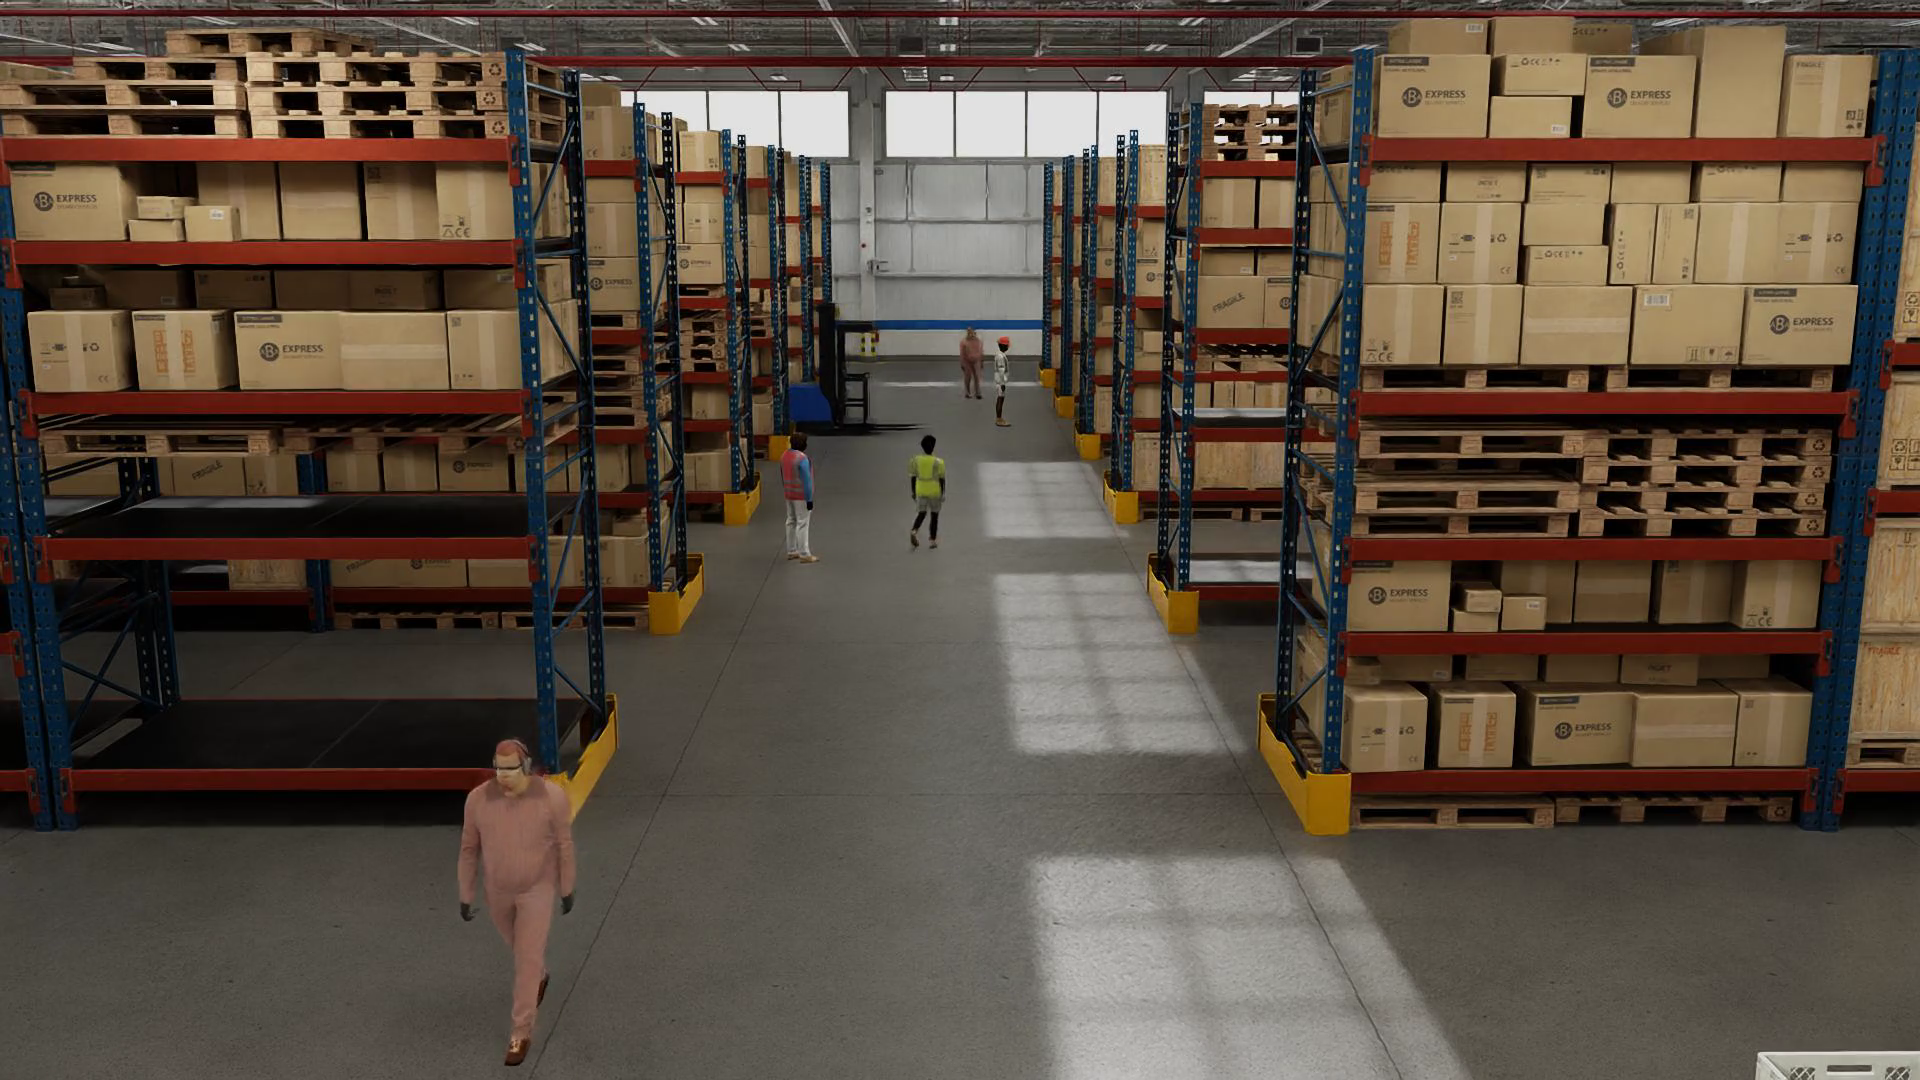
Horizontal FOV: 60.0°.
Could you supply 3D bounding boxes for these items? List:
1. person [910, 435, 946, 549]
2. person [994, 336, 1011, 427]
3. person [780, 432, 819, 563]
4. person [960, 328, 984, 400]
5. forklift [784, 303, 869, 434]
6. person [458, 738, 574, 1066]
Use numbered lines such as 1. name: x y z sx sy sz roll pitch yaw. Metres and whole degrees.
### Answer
1. person: -0.473 -0.681 24.064 0.540 1.683 0.493 5 12 22
2. person: 0.965 -3.584 37.554 0.374 2.043 0.608 0 11 -2
3. person: -2.240 -0.597 23.247 0.429 1.844 0.625 -9 15 -38
4. person: 0.336 -4.514 42.646 0.697 1.841 1.005 -3 12 -15
5. forklift: -2.916 -3.762 36.344 1.873 2.768 1.129 0 11 -1
6. person: -2.657 2.068 9.999 0.660 1.861 0.995 1 11 4
